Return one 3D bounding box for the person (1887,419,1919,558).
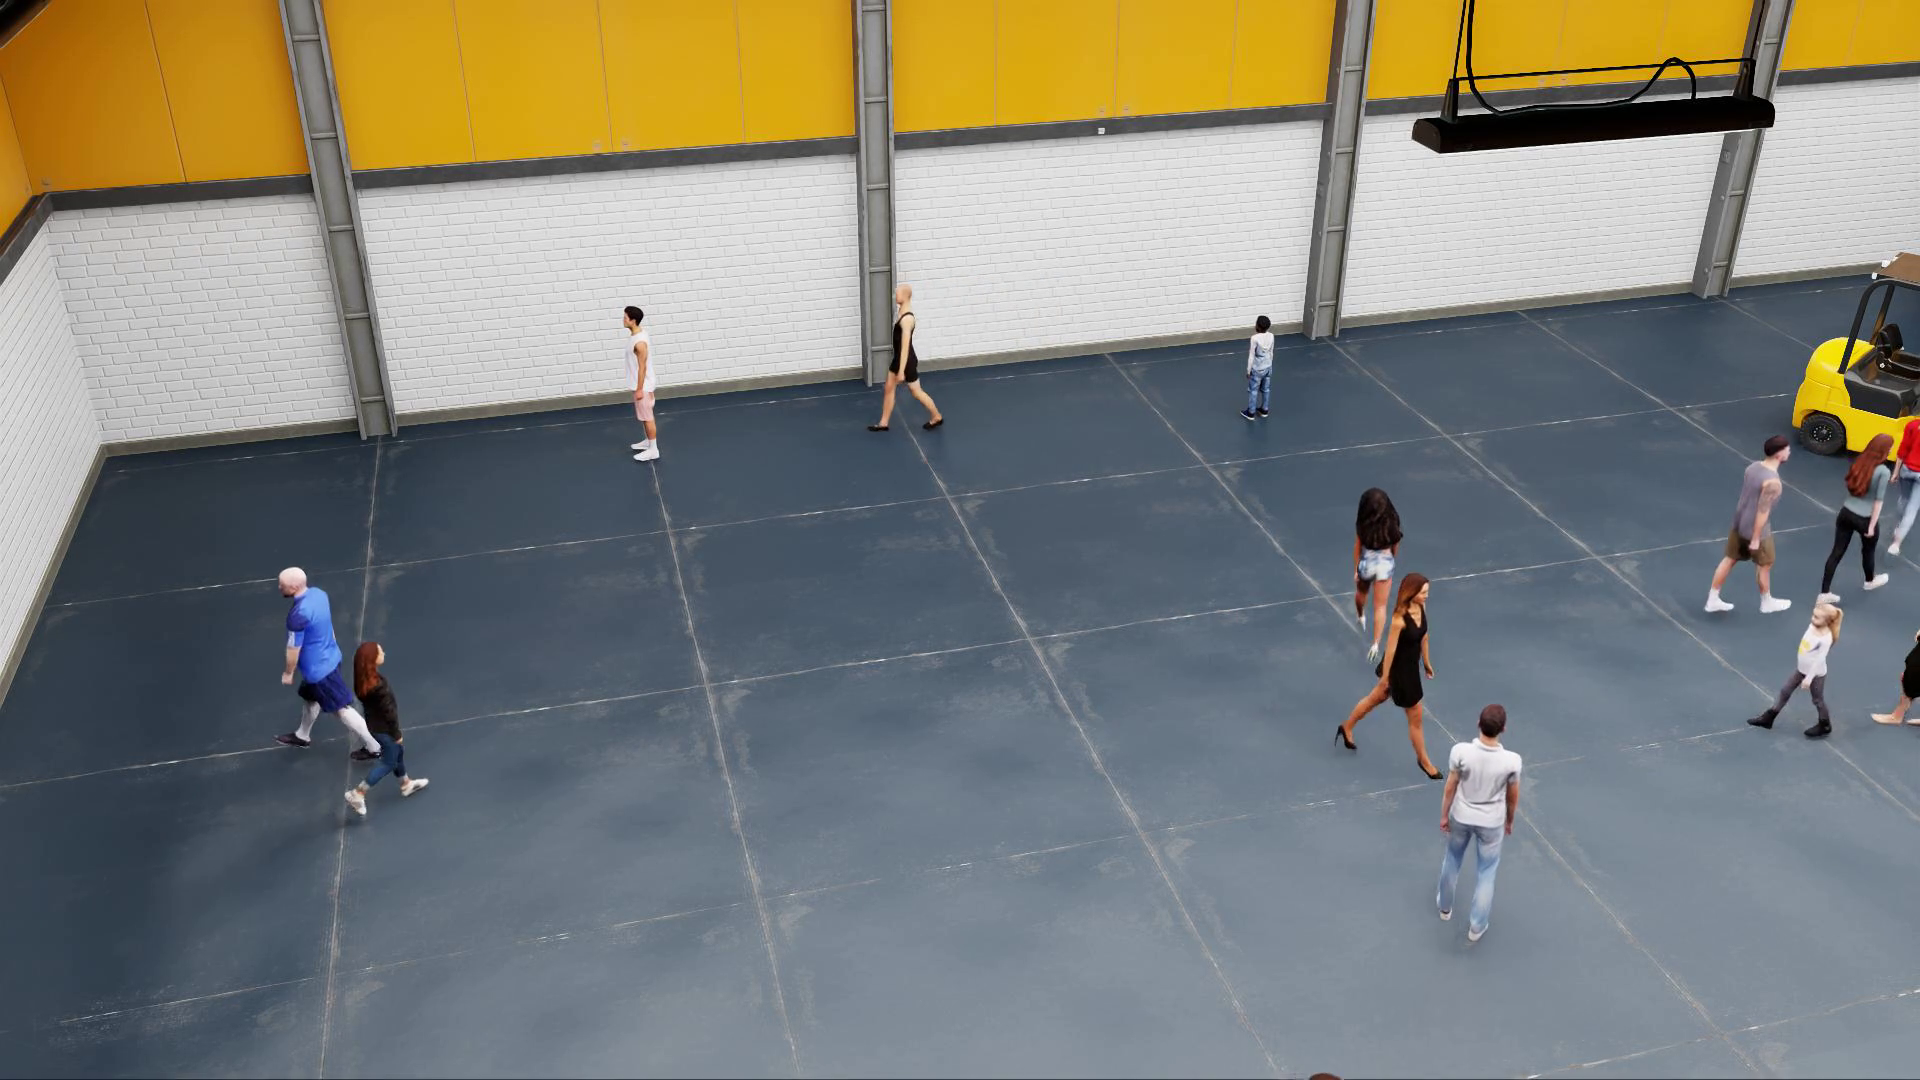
[{"bbox_3d":[9.497,-0.608,16.512,1.057,1.668,1.204,21,35,33],"label":"person"}]

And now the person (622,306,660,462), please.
[{"bbox_3d":[-3.531,-1.760,18.496,0.570,1.789,0.641,-6,29,-11],"label":"person"}]

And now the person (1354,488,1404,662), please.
[{"bbox_3d":[3.722,0.343,14.871,1.077,1.570,0.901,4,29,7],"label":"person"}]

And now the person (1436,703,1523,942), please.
[{"bbox_3d":[3.611,1.969,11.594,0.795,1.853,0.864,10,30,18],"label":"person"}]

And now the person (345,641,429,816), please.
[{"bbox_3d":[-4.557,1.468,12.919,0.979,1.464,0.786,-21,35,-33],"label":"person"}]

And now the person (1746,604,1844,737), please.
[{"bbox_3d":[7.137,1.105,13.816,0.963,1.242,0.651,-1,29,-1],"label":"person"}]

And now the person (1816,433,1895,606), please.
[{"bbox_3d":[8.372,-0.159,15.652,1.105,1.702,0.709,-11,30,-19],"label":"person"}]

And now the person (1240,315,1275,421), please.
[{"bbox_3d":[3.531,-2.041,19.567,0.455,1.258,0.561,-12,31,-21],"label":"person"}]

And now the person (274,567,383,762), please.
[{"bbox_3d":[-5.057,1.045,13.366,1.229,1.779,0.826,-1,29,-1],"label":"person"}]

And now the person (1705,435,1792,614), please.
[{"bbox_3d":[7.205,-0.112,15.323,1.047,1.819,0.758,-3,29,-5],"label":"person"}]

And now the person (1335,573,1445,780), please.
[{"bbox_3d":[3.440,1.058,13.349,1.098,1.772,1.128,20,35,33],"label":"person"}]

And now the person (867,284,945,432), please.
[{"bbox_3d":[-0.535,-2.035,19.016,1.142,1.774,0.709,-5,29,-9],"label":"person"}]
